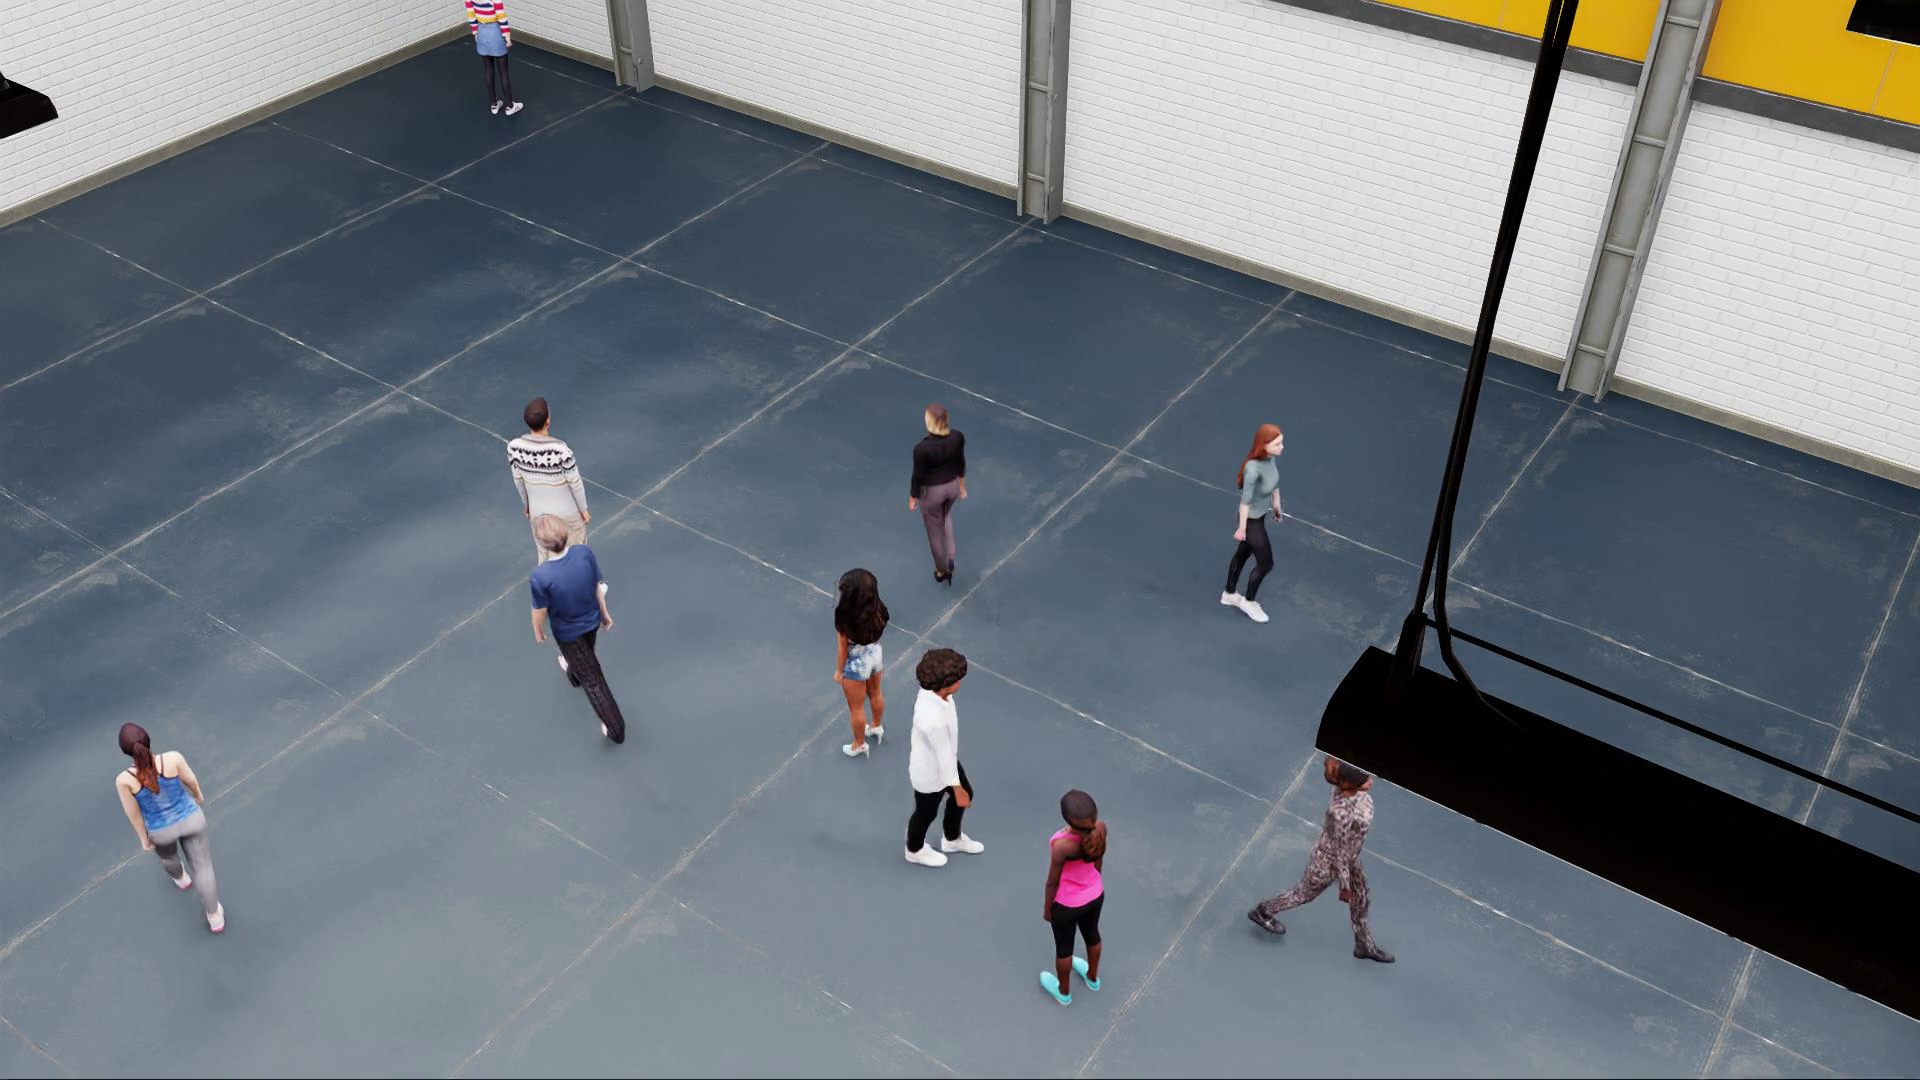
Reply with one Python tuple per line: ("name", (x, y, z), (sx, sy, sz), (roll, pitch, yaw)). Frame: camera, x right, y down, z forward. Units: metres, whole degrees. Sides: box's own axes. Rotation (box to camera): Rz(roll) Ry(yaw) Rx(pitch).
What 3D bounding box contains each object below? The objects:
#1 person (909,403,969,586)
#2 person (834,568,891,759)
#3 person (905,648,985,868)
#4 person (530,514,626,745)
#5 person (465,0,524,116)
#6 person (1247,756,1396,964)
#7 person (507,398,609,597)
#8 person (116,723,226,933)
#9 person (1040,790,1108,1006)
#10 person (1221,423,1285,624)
("person", (-0.106, -0.292, 12.695), (0.681, 1.661, 0.662), (-25, 45, -28))
("person", (-0.678, 0.834, 11.312), (0.532, 1.628, 0.544), (24, 44, 27))
("person", (-0.242, 1.401, 10.472), (0.879, 1.789, 0.814), (6, 39, 8))
("person", (-2.563, 0.659, 11.373), (0.799, 1.824, 1.196), (-31, 48, -33))
("person", (-5.538, -5.919, 19.622), (0.584, 1.809, 0.774), (10, 40, 13))
("person", (2.151, 1.893, 9.954), (1.204, 1.668, 0.760), (15, 41, 18))
("person", (-3.050, -0.252, 12.485), (0.680, 1.862, 0.824), (6, 39, 7))
("person", (-4.780, 1.786, 10.157), (0.804, 1.582, 1.020), (-20, 43, -24))
("person", (0.684, 2.081, 9.675), (0.632, 1.723, 0.652), (-22, 44, -25))
("person", (2.130, -0.172, 12.490), (0.688, 1.731, 0.639), (16, 41, 19))
